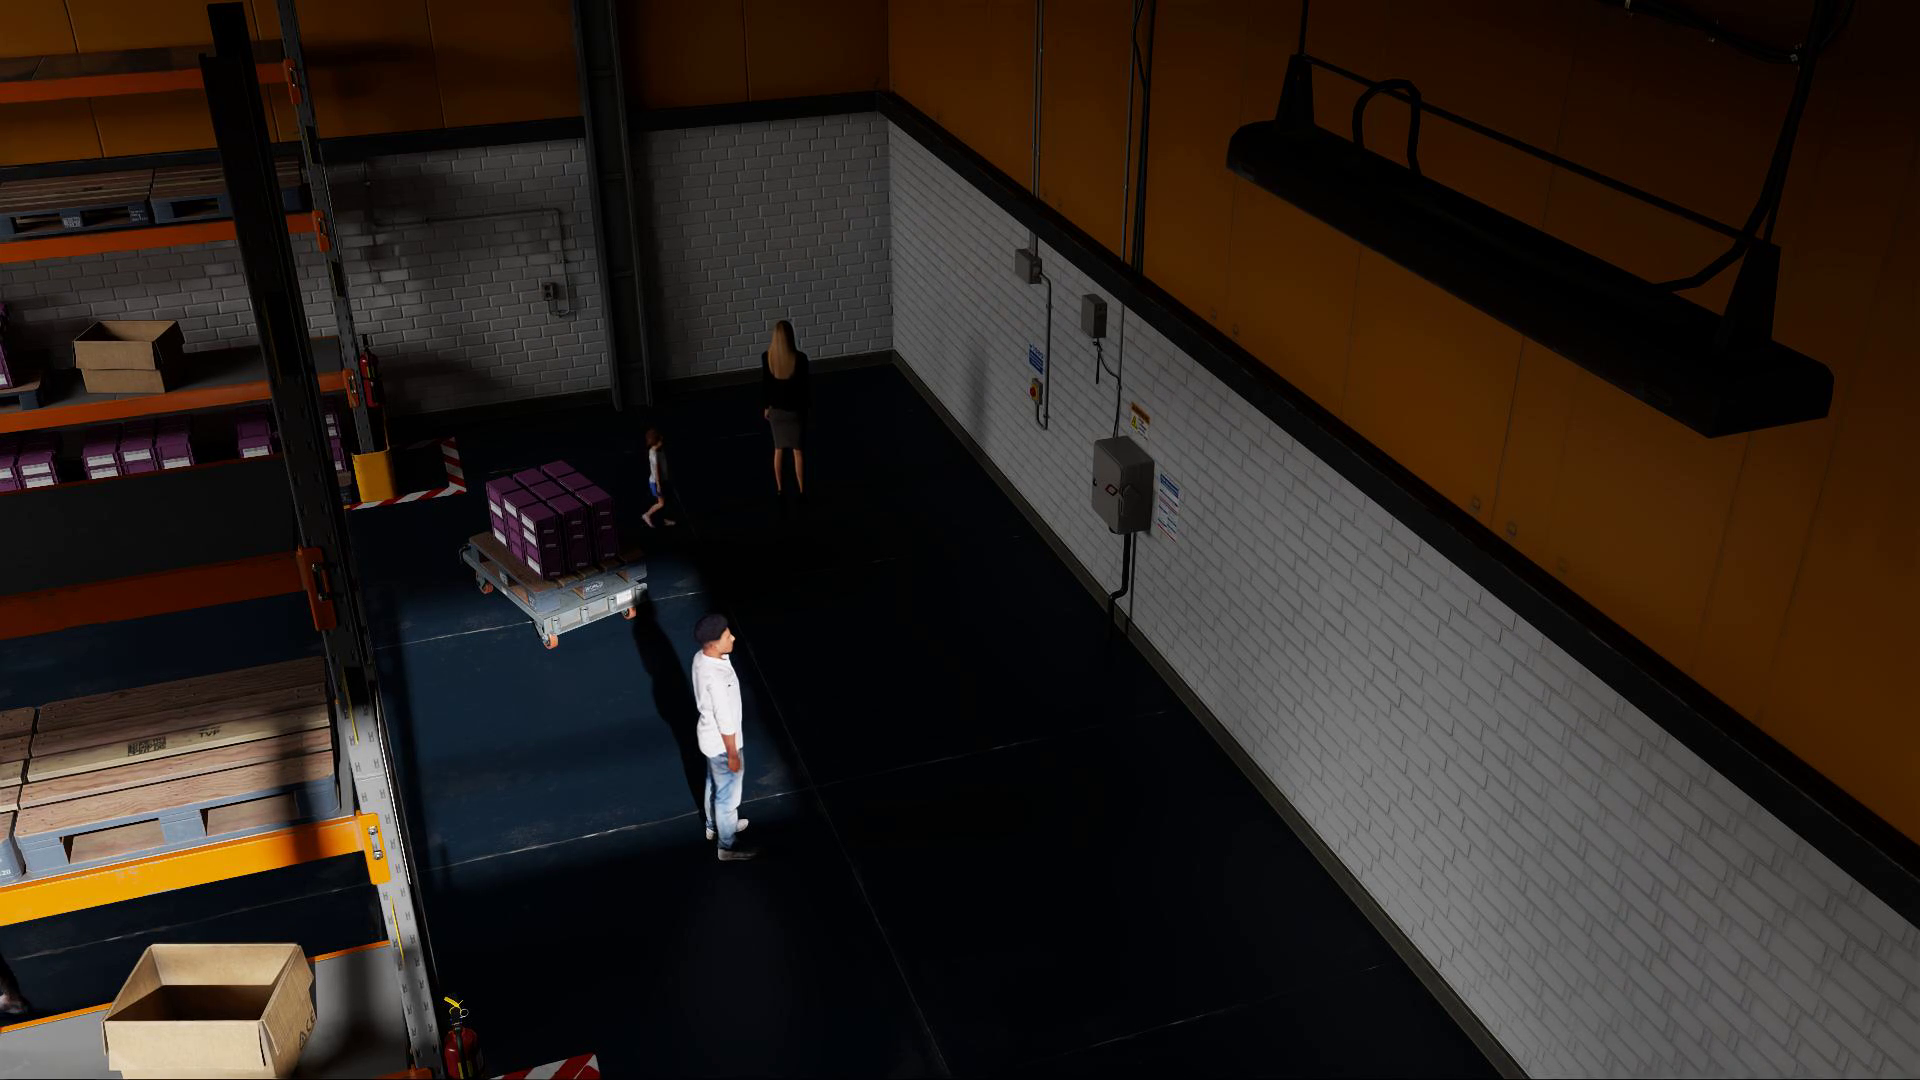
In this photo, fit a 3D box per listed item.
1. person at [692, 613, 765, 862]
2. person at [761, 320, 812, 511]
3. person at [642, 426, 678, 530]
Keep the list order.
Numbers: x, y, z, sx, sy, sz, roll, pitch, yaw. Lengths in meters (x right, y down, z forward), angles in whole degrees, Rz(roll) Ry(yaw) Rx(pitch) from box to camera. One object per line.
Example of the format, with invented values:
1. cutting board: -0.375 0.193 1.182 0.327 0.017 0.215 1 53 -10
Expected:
1. person: -1.572 1.272 10.907 0.557 1.815 0.636 -11 30 -19
2. person: -1.592 -1.144 15.310 0.608 1.840 0.731 1 29 2
3. person: -2.777 -0.557 15.095 0.580 1.015 0.506 -1 29 -1
